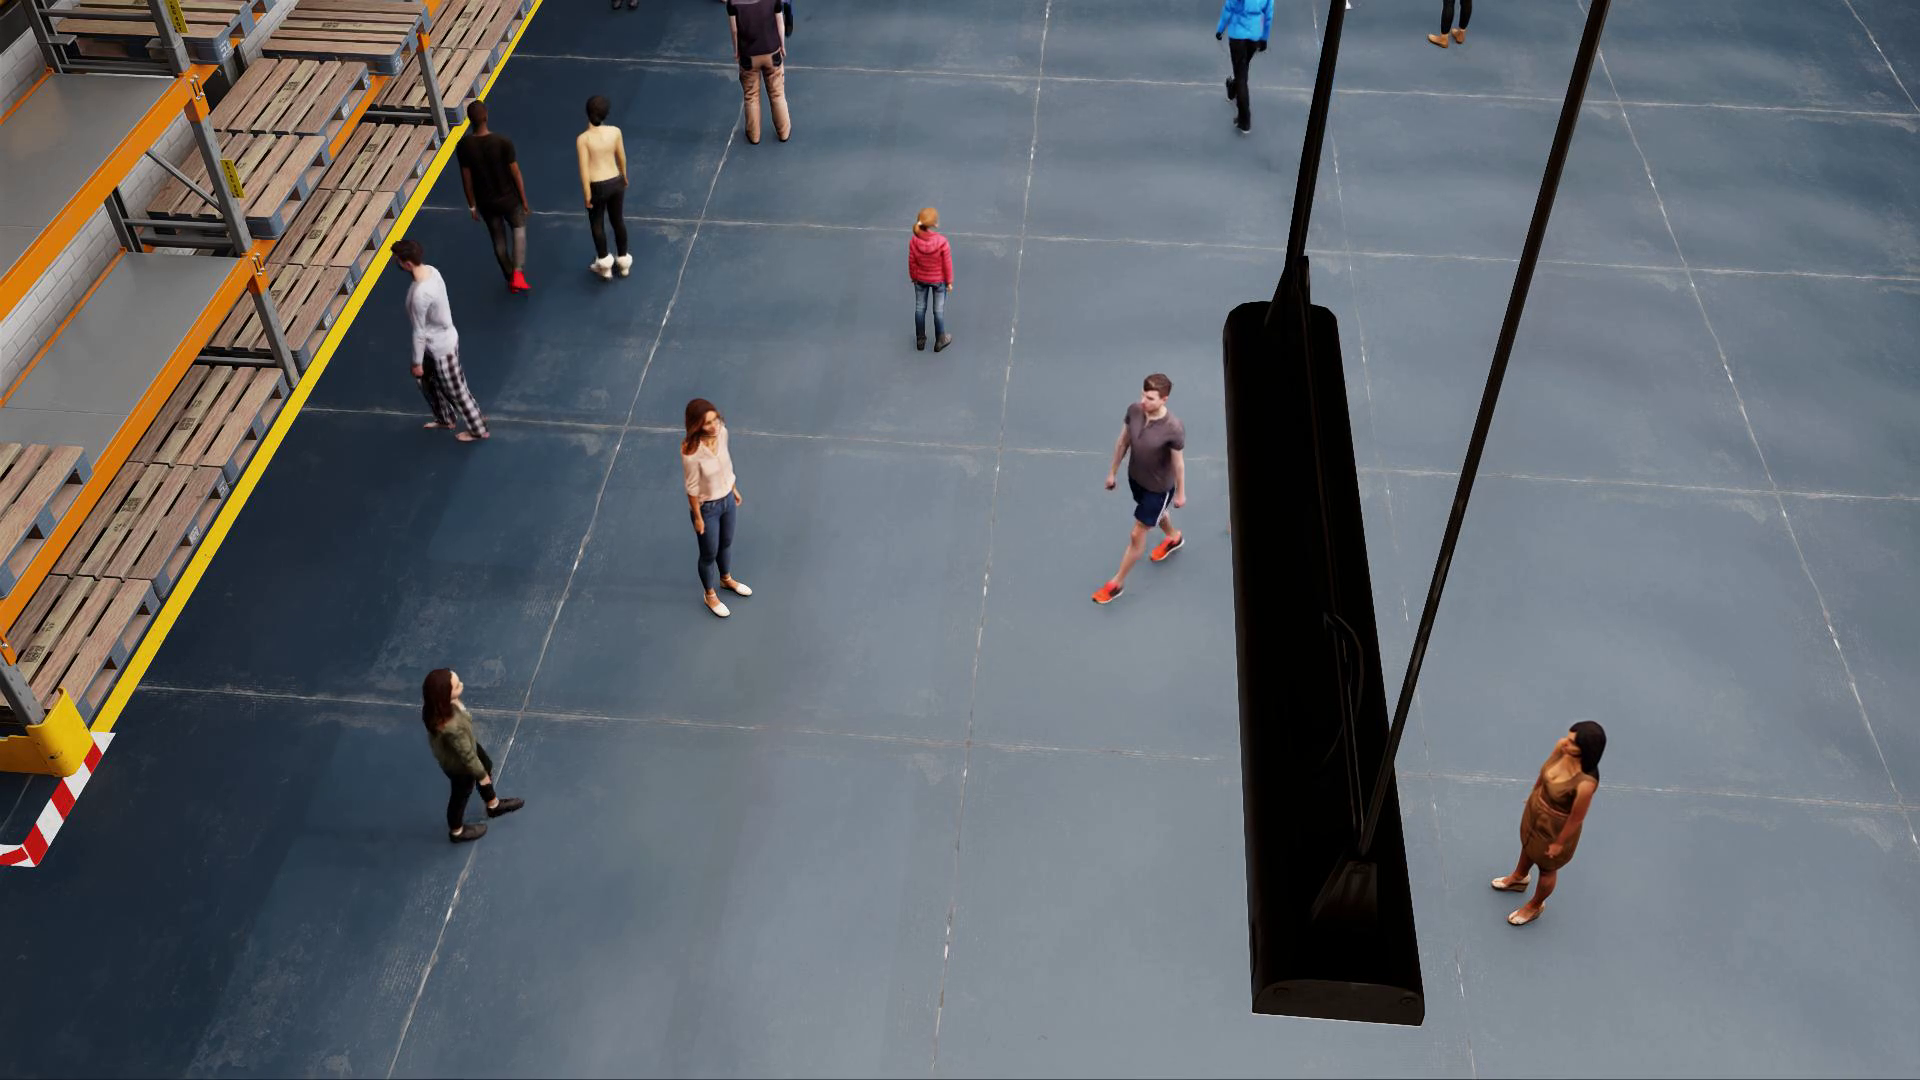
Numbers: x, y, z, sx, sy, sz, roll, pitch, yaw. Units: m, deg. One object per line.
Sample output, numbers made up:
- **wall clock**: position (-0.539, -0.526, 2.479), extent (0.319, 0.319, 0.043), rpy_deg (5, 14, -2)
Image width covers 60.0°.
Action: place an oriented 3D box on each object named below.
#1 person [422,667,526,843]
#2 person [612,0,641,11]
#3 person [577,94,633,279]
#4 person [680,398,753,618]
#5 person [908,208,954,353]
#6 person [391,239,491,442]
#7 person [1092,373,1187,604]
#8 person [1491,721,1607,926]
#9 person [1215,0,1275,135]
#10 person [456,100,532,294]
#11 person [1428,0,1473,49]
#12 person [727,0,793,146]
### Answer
- **person**: position (-3.057, 1.301, 9.913), extent (0.847, 1.461, 0.798), rpy_deg (-16, 46, -16)
- **person**: position (-3.663, -6.675, 18.053), extent (0.629, 1.782, 0.616), rpy_deg (0, 44, 0)
- **person**: position (-3.045, -2.995, 14.305), extent (0.771, 1.623, 0.807), rpy_deg (-34, 53, -30)
- **person**: position (-1.687, -0.249, 11.300), extent (0.728, 1.792, 0.618), rpy_deg (25, 49, 24)
- **person**: position (-0.245, -2.131, 13.620), extent (0.547, 1.316, 0.534), rpy_deg (10, 45, 10)
- **person**: position (-3.840, -1.470, 12.553), extent (0.784, 1.831, 0.782), rpy_deg (-6, 44, -6)
- **person**: position (1.376, -0.434, 11.488), extent (1.235, 1.801, 1.177), rpy_deg (-30, 51, -27)
- **person**: position (3.365, 1.591, 9.442), extent (0.668, 1.690, 0.513), rpy_deg (-5, 44, -5)
- **person**: position (2.784, -4.794, 16.092), extent (0.848, 1.762, 1.187), rpy_deg (-8, 44, -9)
- **person**: position (-3.903, -2.806, 13.983), extent (0.741, 1.794, 0.816), rpy_deg (-4, 44, -4)
- **person**: position (5.270, -6.014, 17.410), extent (0.680, 1.712, 0.667), rpy_deg (-14, 45, -14)
- **person**: position (-1.919, -4.664, 15.898), extent (0.733, 1.842, 0.670), rpy_deg (-6, 44, -6)
